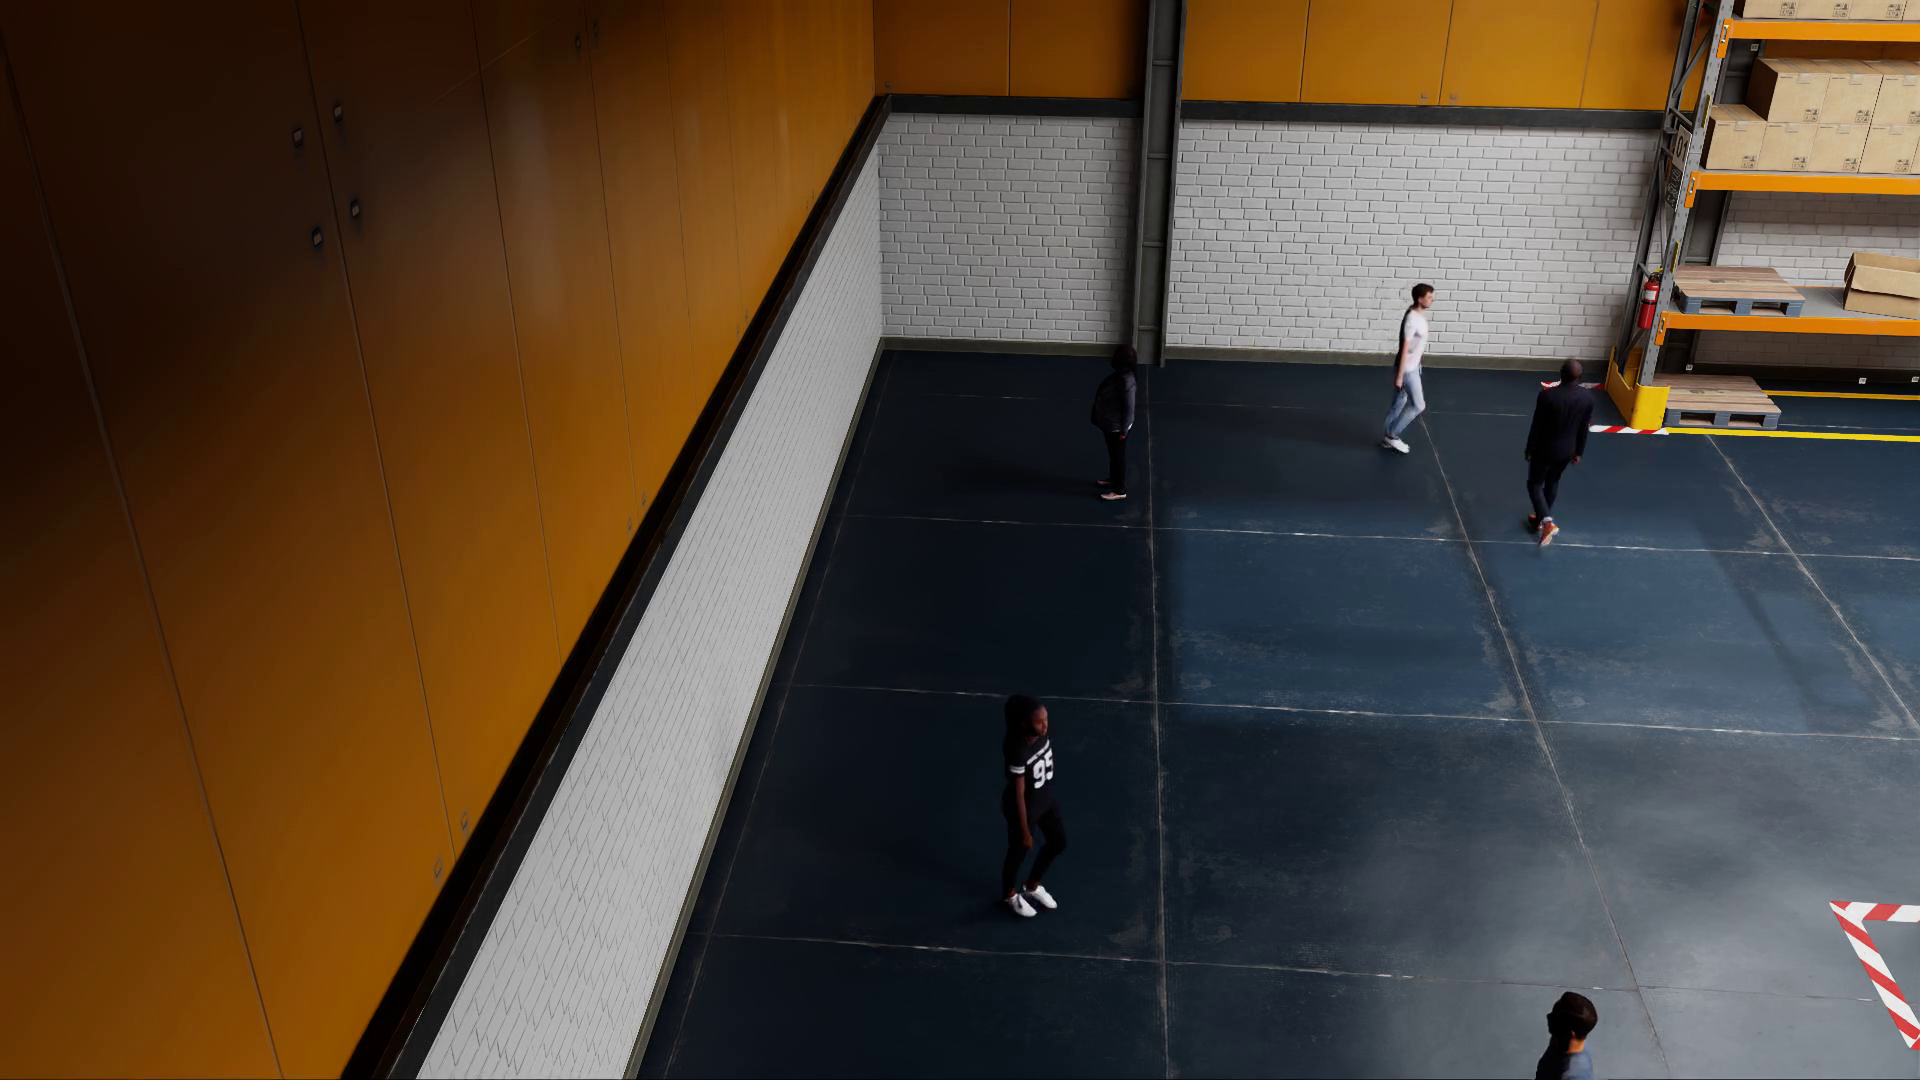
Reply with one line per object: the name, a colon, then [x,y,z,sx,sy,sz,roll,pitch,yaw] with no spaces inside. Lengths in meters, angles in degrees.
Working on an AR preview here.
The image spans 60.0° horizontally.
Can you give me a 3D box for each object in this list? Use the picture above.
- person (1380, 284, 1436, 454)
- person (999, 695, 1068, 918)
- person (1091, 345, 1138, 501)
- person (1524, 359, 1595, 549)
person: [4.521,-1.775,17.175,0.698,1.838,0.716,9,30,16]
person: [0.371,1.730,10.877,0.784,1.716,0.749,16,32,26]
person: [1.544,-1.169,16.316,0.681,1.597,0.693,-1,29,-1]
person: [5.517,-0.786,15.404,0.987,1.799,0.863,-2,29,-3]
